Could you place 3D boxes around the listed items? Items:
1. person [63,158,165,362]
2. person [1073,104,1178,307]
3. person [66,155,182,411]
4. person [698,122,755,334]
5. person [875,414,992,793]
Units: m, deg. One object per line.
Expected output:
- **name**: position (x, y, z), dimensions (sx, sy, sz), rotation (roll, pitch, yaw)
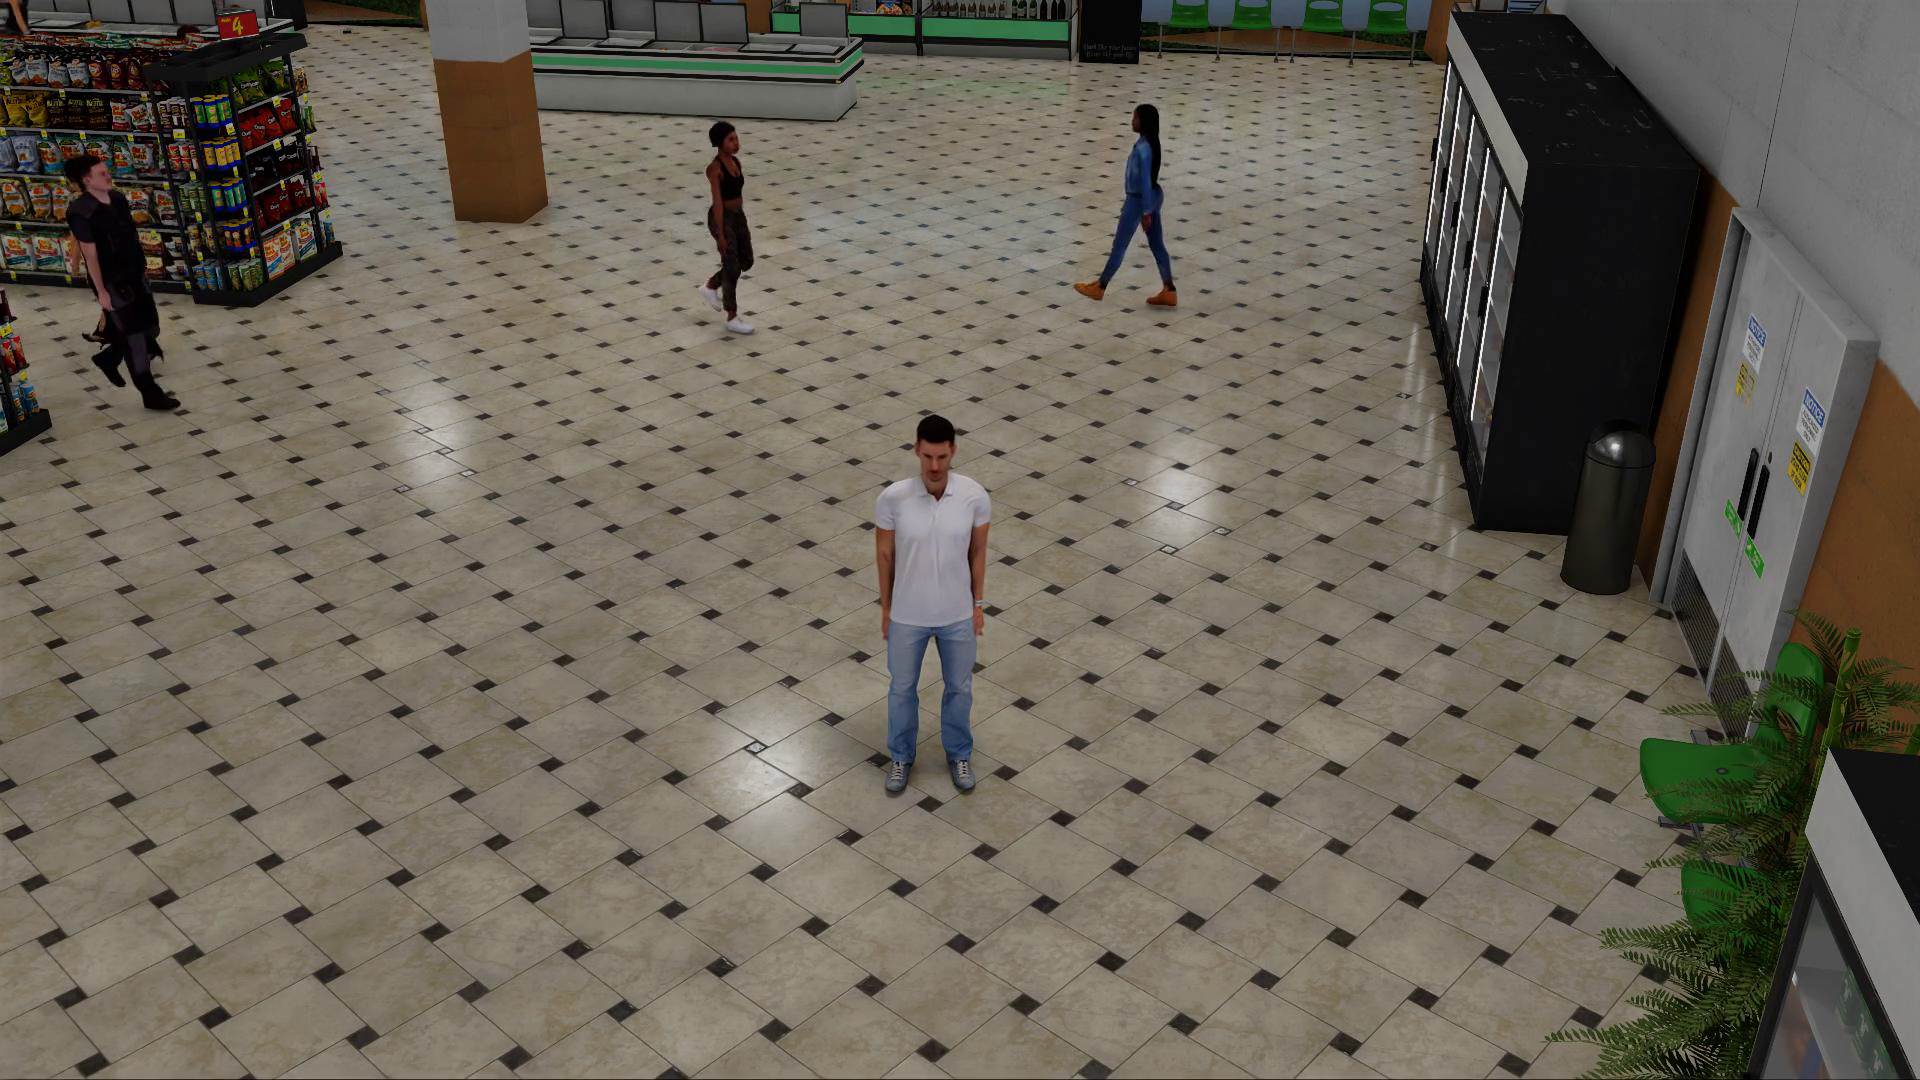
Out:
- **person**: position (-6.382, -2.059, 12.582), dimensions (1.061, 1.551, 0.650), rotation (8, 28, 15)
- **person**: position (1.620, -2.719, 13.745), dimensions (1.118, 1.676, 0.697), rotation (7, 28, 13)
- **person**: position (-6.019, -1.810, 11.783), dimensions (0.940, 1.829, 0.705), rotation (5, 27, 9)
- **person**: position (-1.928, -2.503, 13.307), dimensions (0.880, 1.688, 0.714), rotation (13, 30, 24)
- **person**: position (-0.127, 0.294, 7.597), dimensions (0.579, 1.863, 0.779), rotation (-1, 27, -2)
